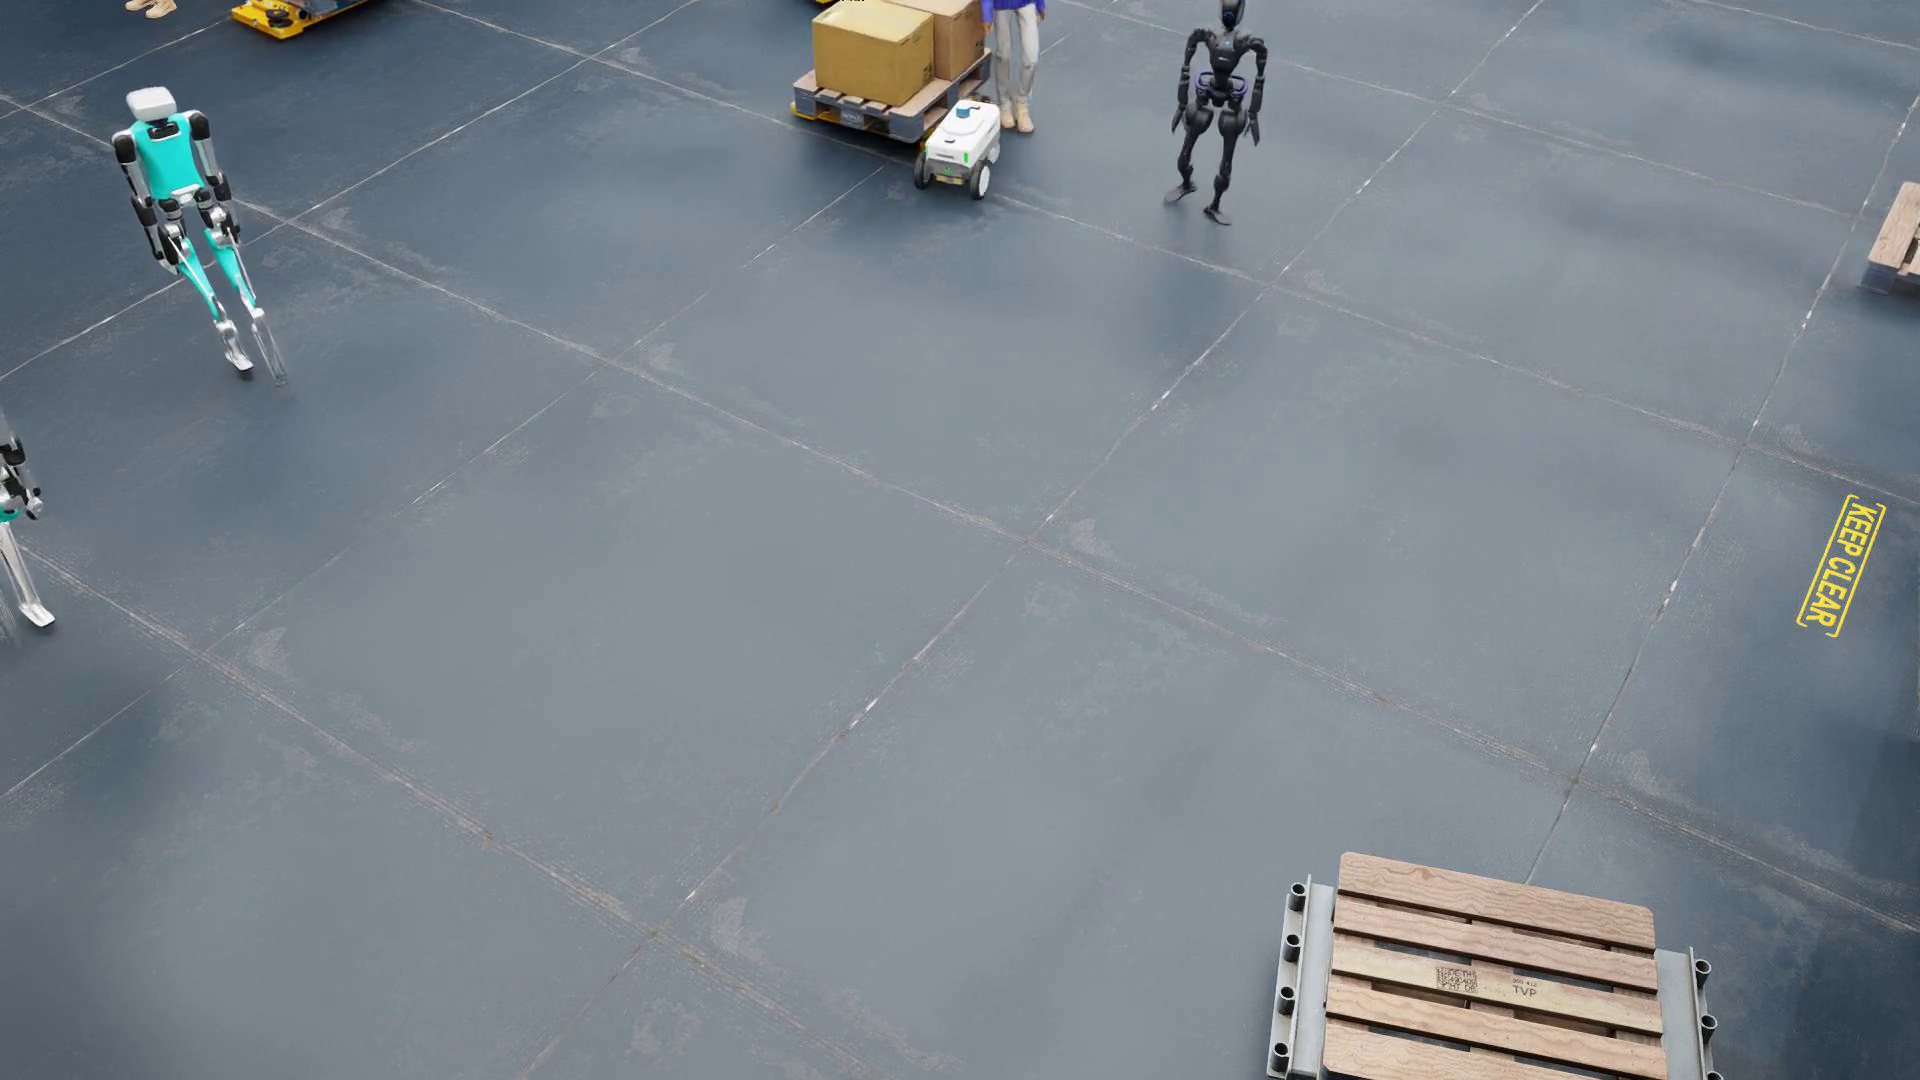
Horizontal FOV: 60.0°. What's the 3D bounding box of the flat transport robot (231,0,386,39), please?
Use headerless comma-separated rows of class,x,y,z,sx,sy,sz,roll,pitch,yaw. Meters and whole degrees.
flat transport robot,-5.300,-4.602,13.929,0.659,0.231,1.431,27,48,27

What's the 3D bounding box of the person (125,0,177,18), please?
person,-6.749,-5.084,13.359,0.491,1.744,0.304,25,48,26

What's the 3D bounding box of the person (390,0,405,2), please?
person,-4.458,-5.236,13.472,0.817,1.817,0.574,-33,51,-31

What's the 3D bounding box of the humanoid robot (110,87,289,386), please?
humanoid robot,-4.285,-1.613,9.567,0.545,1.908,0.747,-32,51,-31

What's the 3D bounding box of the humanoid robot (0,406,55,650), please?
humanoid robot,-4.729,-0.173,7.946,0.731,1.879,0.542,30,50,29

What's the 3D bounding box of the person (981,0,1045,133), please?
person,0.393,-3.765,11.805,0.487,1.851,0.588,-7,42,-8

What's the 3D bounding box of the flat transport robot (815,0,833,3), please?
flat transport robot,-0.866,-5.027,14.405,1.431,0.231,0.659,-33,51,-31

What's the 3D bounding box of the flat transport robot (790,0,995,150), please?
flat transport robot,-0.492,-3.221,12.384,1.431,0.231,0.659,20,46,21

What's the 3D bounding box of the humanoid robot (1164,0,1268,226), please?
humanoid robot,1.694,-2.874,10.944,0.607,1.648,0.461,9,43,10

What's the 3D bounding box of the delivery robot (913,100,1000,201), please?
delivery robot,0.014,-2.763,11.660,0.499,0.599,0.784,14,44,15
